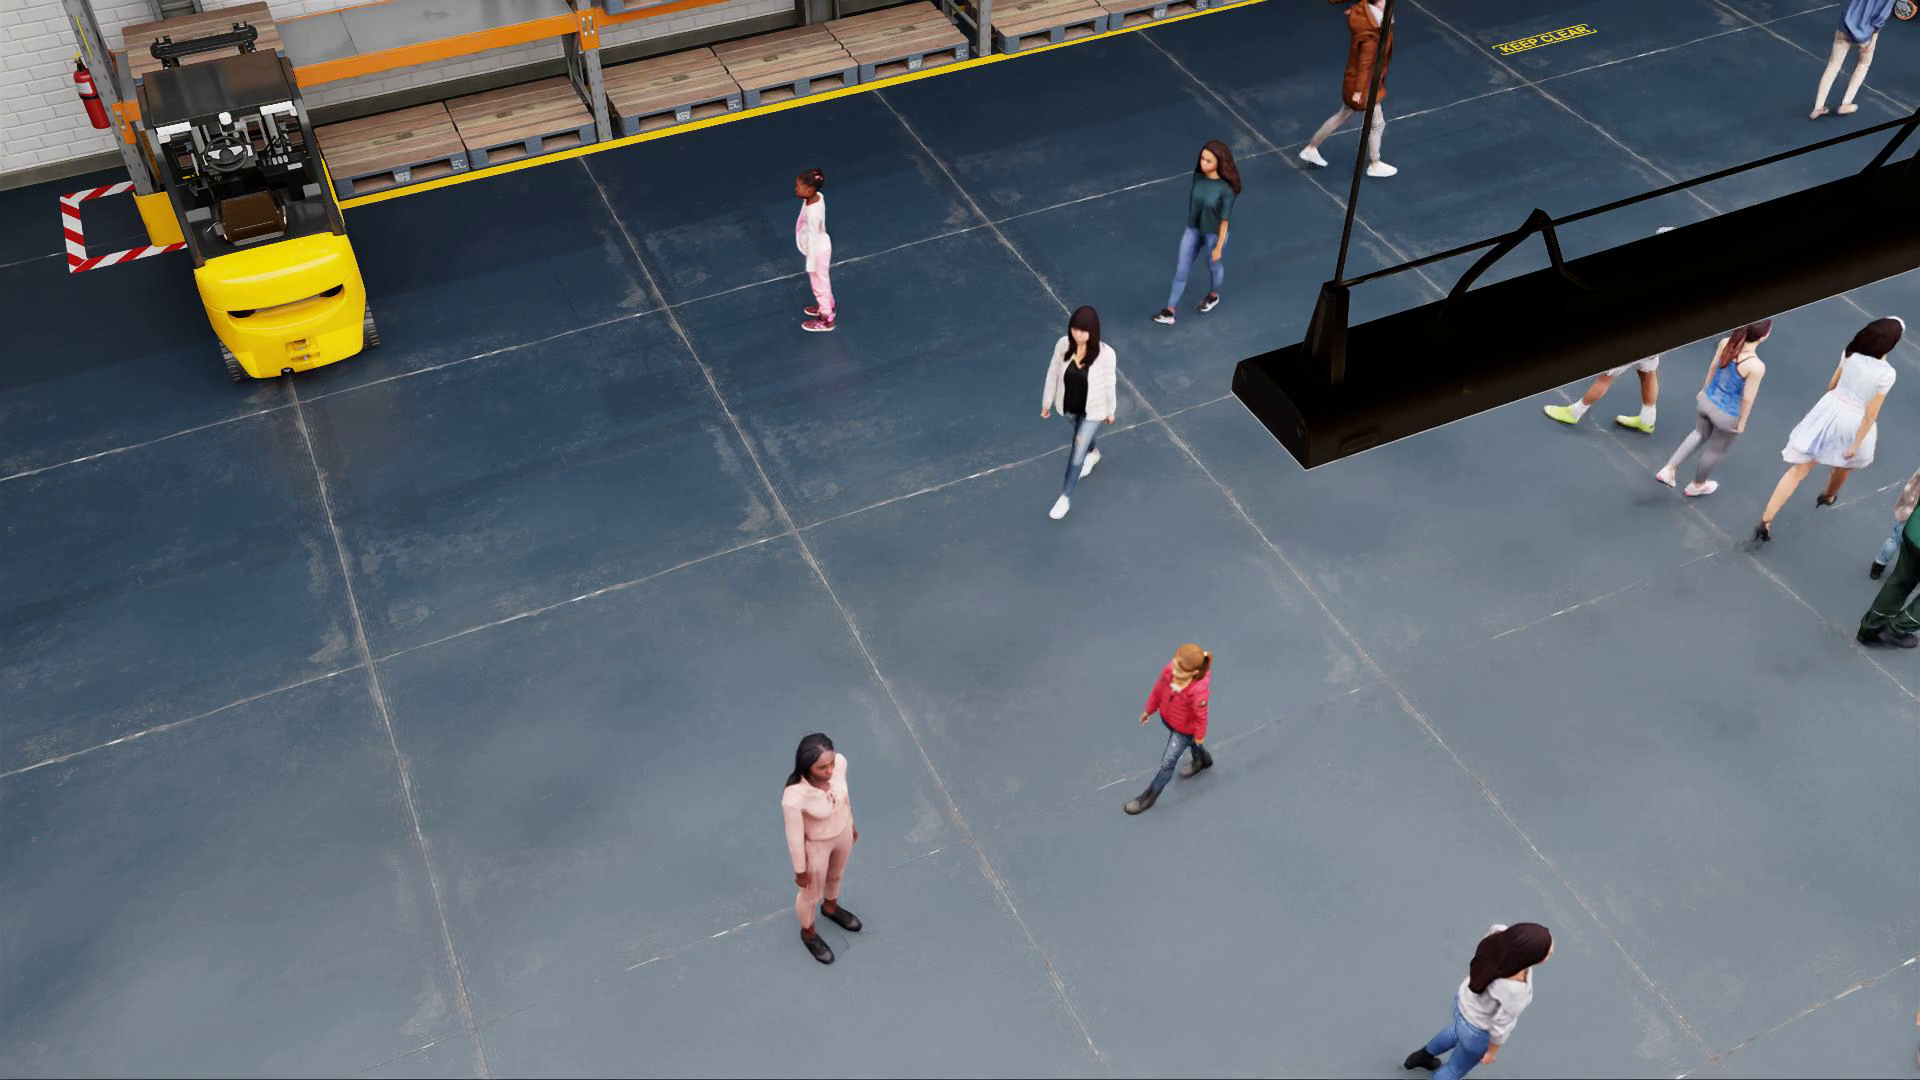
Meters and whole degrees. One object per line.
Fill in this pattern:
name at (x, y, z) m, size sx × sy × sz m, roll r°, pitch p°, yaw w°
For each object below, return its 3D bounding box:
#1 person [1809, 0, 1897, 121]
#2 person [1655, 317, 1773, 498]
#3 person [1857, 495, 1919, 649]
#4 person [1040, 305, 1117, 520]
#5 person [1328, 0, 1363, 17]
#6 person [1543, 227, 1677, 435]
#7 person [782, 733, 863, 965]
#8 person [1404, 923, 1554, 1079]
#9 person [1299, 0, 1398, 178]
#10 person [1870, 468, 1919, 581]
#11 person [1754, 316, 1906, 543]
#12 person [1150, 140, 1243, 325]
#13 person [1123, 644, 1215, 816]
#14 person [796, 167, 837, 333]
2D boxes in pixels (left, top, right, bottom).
person at (8.321, -4.701, 15.548) m, size 0.790 × 1.682 × 0.700 m, roll -27°, pitch 50°, yaw -26°
person at (5.265, -0.909, 11.625) m, size 0.773 × 1.603 × 0.594 m, roll -15°, pitch 46°, yaw -15°
person at (6.087, 0.017, 10.496) m, size 0.743 × 1.820 × 0.772 m, roll -9°, pitch 44°, yaw -9°
person at (0.889, -0.994, 11.721) m, size 1.032 × 1.594 × 1.170 m, roll 21°, pitch 47°, yaw 21°
person at (4.213, -6.360, 17.203) m, size 0.610 × 1.800 × 0.705 m, roll -13°, pitch 45°, yaw -13°
person at (5.069, -1.476, 12.085) m, size 1.144 × 1.790 × 1.081 m, roll 15°, pitch 46°, yaw 15°
person at (-0.740, 1.616, 8.890) m, size 0.757 × 1.719 × 0.624 m, roll 27°, pitch 50°, yaw 26°
person at (2.525, 2.350, 8.198) m, size 0.772 × 1.611 × 0.742 m, roll 0°, pitch 44°, yaw 0°
person at (3.496, -4.064, 14.790) m, size 1.237 × 1.804 × 1.006 m, roll 0°, pitch 44°, yaw 0°
person at (6.435, -0.171, 11.146) m, size 0.542 × 1.194 × 0.544 m, roll -33°, pitch 53°, yaw -30°
person at (5.872, -0.693, 11.283) m, size 1.250 × 1.762 × 0.787 m, roll -25°, pitch 49°, yaw -24°
person at (2.033, -2.481, 13.285) m, size 1.066 × 1.589 × 0.814 m, roll -34°, pitch 53°, yaw -31°
person at (1.349, 1.039, 9.812) m, size 0.928 × 1.283 × 0.547 m, roll -21°, pitch 48°, yaw -21°
person at (-1.135, -2.324, 13.223) m, size 0.598 × 1.447 × 0.594 m, roll -3°, pitch 44°, yaw -3°
